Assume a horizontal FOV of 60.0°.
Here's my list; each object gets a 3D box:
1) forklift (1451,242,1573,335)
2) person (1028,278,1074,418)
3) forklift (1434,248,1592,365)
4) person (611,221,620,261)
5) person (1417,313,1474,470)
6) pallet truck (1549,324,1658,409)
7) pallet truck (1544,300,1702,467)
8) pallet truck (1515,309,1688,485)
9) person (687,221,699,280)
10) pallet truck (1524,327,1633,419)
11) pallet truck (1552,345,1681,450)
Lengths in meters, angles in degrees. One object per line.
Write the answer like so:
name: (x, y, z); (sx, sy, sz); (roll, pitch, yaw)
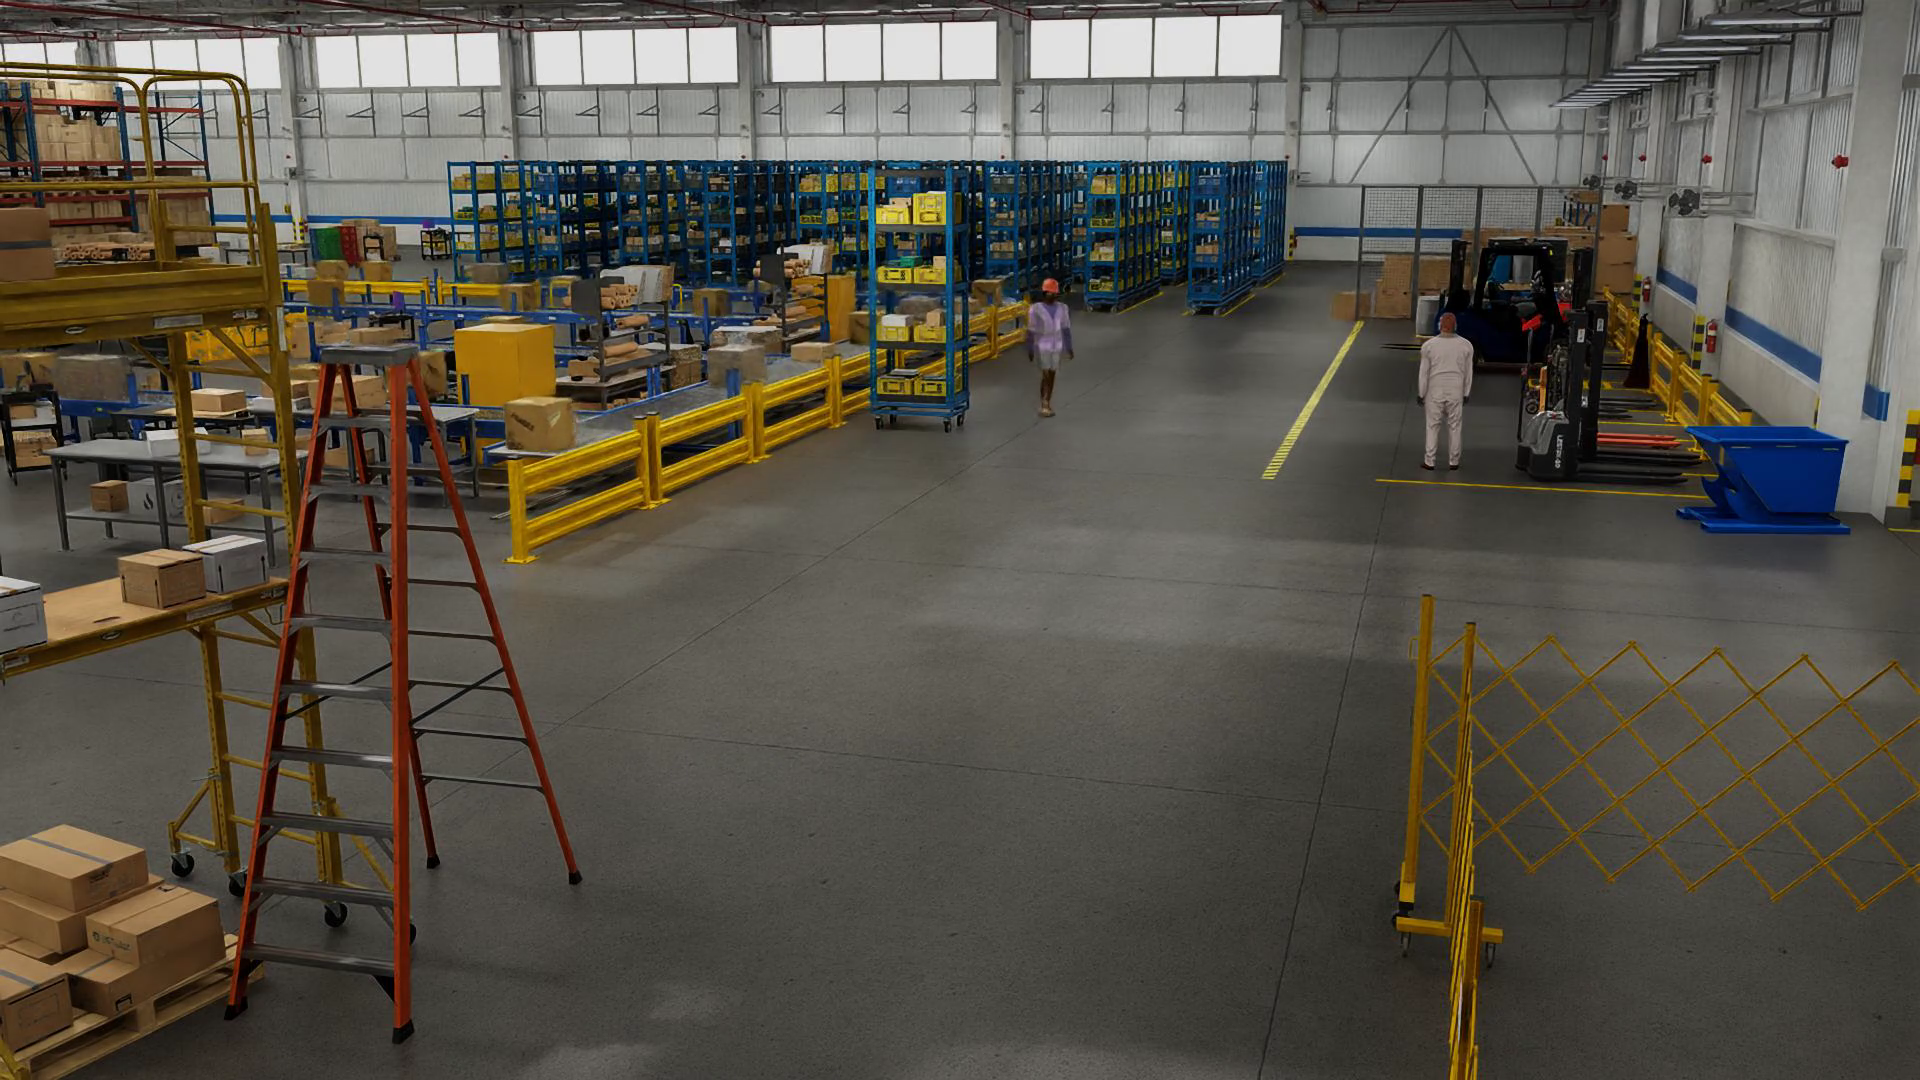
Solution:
forklift: (10.464, -4.597, 31.405); (2.680, 1.987, 1.157); (4, 14, 16)
person: (1.341, -2.776, 24.161); (0.614, 2.018, 0.699); (-6, 14, -23)
forklift: (9.780, -4.111, 29.280); (2.680, 1.987, 1.157); (3, 13, 14)
person: (-10.474, -8.947, 50.967); (0.406, 1.941, 0.602); (7, 15, 27)
person: (5.856, -1.791, 20.135); (0.639, 1.910, 0.407); (1, 13, 3)
pallet truck: (9.824, -2.669, 25.407); (1.601, 1.201, 0.680); (4, 14, 16)
pallet truck: (8.263, -1.952, 20.631); (1.885, 1.965, 0.823); (5, 14, 20)
pallet truck: (7.554, -1.677, 19.446); (1.885, 1.965, 0.823); (3, 13, 14)
person: (-8.142, -8.871, 50.886); (0.403, 1.827, 0.597); (-5, 14, -20)
pallet truck: (9.065, -2.460, 24.370); (1.522, 1.261, 0.704); (3, 13, 14)
pallet truck: (8.641, -1.896, 21.908); (1.630, 1.274, 0.653); (4, 14, 16)
